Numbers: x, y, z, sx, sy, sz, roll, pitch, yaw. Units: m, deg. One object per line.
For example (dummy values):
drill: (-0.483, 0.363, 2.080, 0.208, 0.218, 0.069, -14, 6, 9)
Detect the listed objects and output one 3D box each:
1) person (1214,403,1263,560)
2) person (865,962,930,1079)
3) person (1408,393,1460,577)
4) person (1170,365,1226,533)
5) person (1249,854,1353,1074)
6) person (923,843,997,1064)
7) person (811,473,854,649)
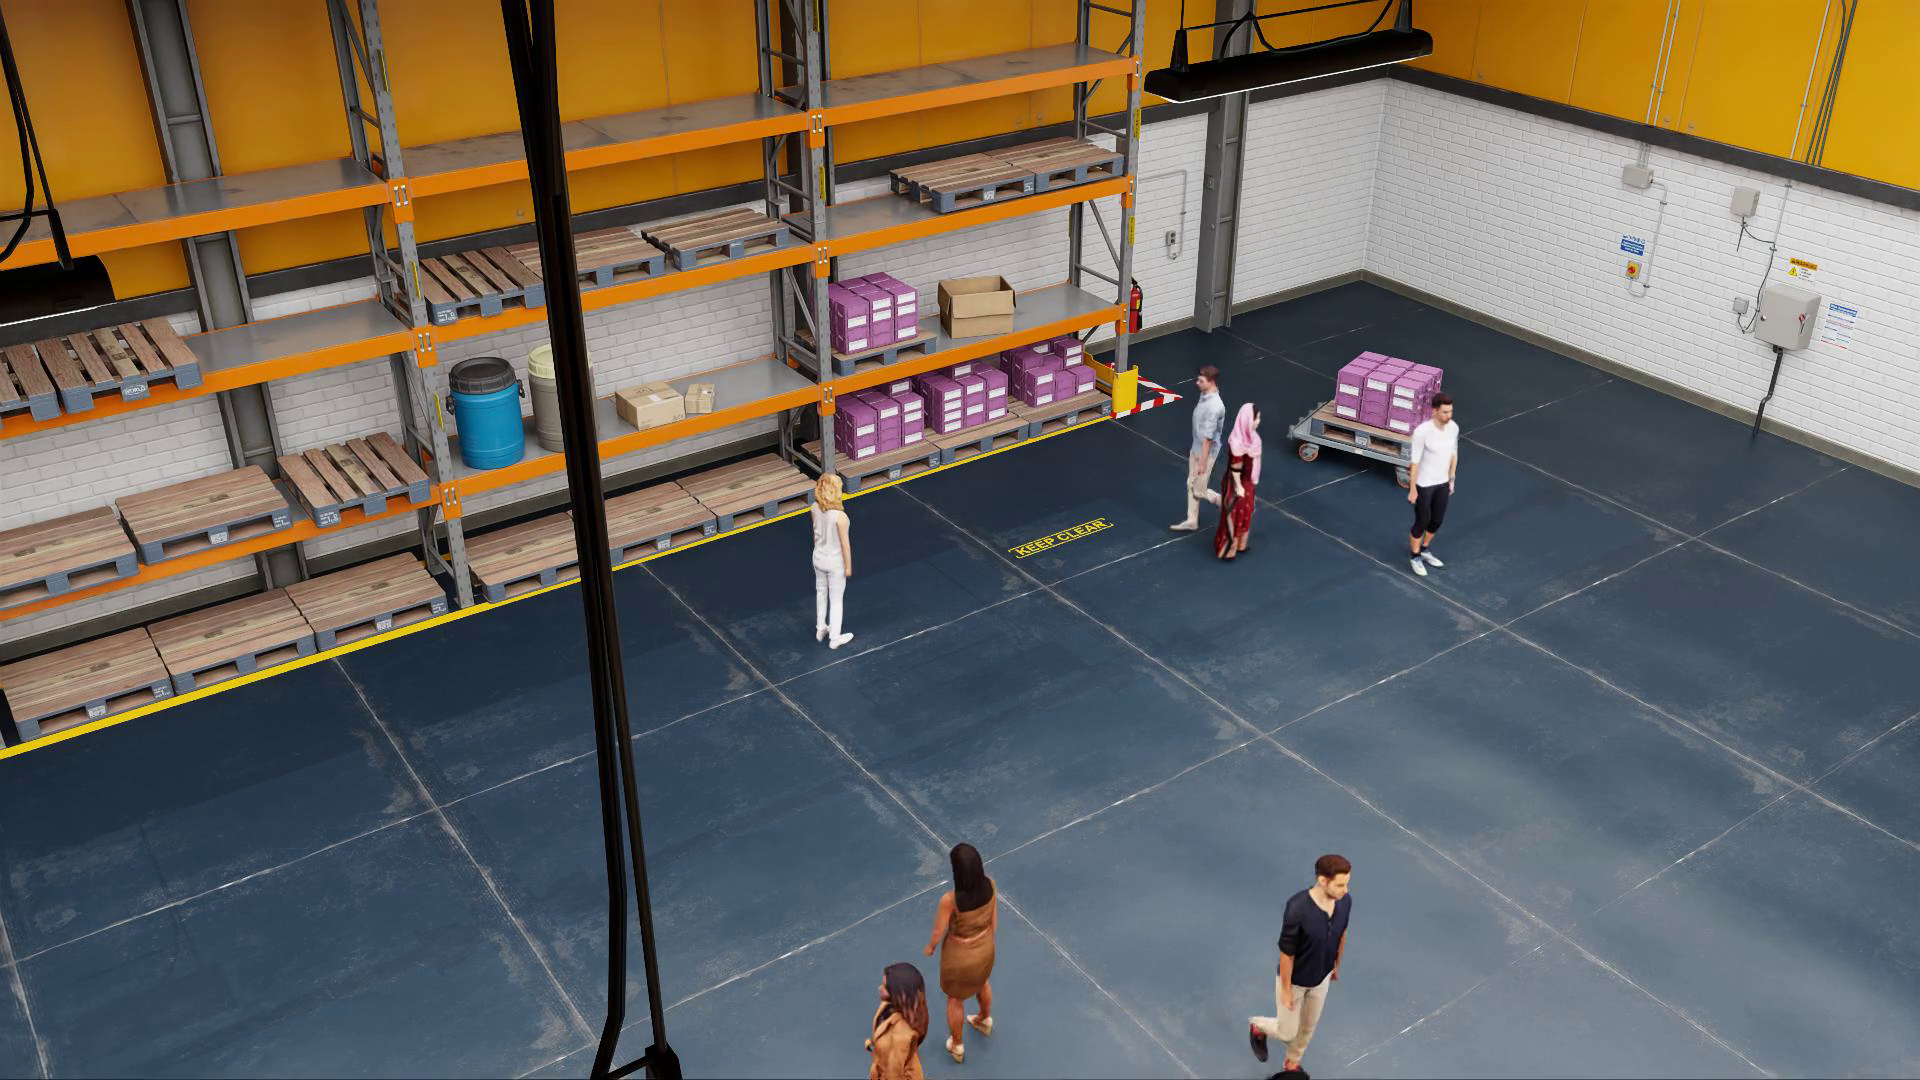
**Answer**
person: (2.719, -0.583, 16.214, 0.833, 1.637, 0.674, 17, 33, 28)
person: (-0.261, 3.096, 9.402, 1.144, 1.703, 0.967, -3, 29, -6)
person: (4.506, -0.568, 15.970, 0.638, 1.845, 0.798, -13, 31, -22)
person: (2.528, -0.866, 16.529, 1.056, 1.833, 0.927, -1, 29, -3)
person: (2.054, 2.601, 10.166, 0.777, 1.840, 0.792, -10, 30, -18)
person: (0.042, 2.609, 10.318, 0.548, 1.681, 0.663, -18, 34, -30)
person: (-1.173, 0.164, 14.810, 0.635, 1.671, 0.627, 22, 35, 34)
